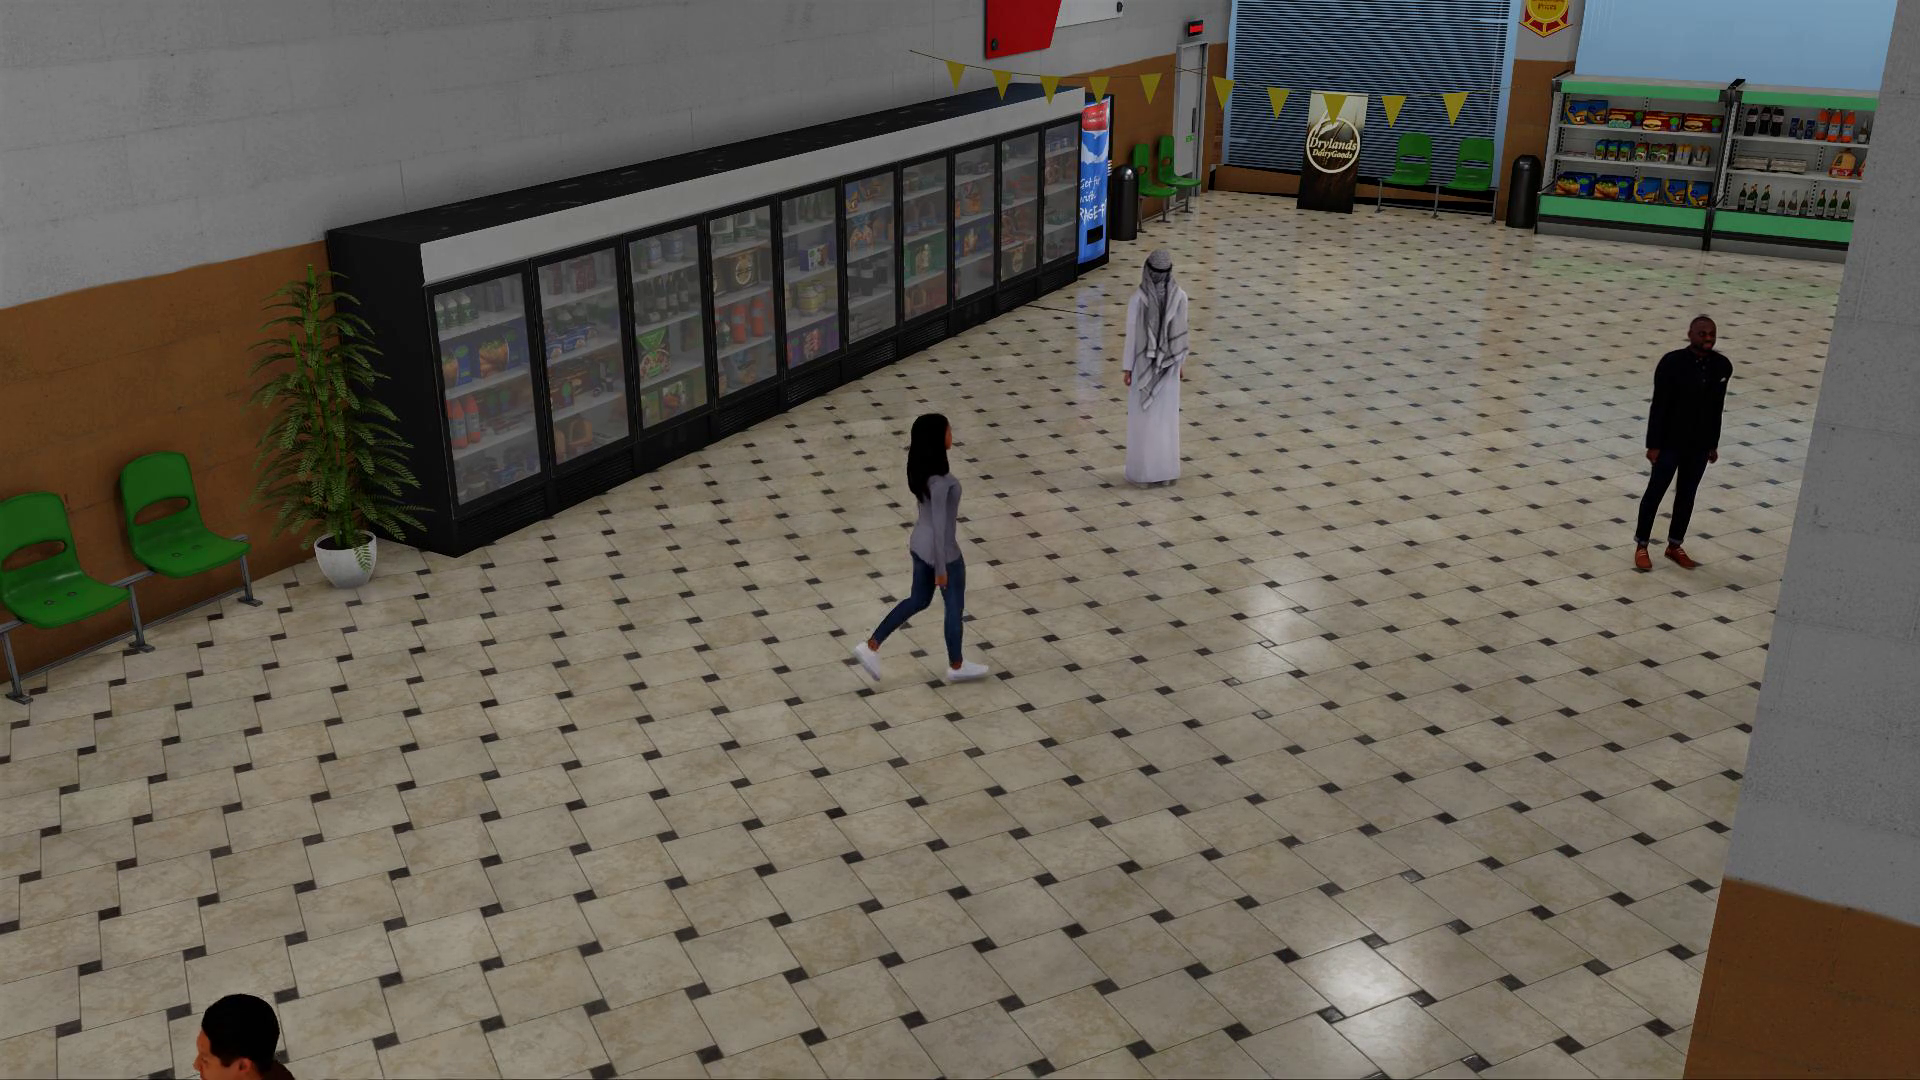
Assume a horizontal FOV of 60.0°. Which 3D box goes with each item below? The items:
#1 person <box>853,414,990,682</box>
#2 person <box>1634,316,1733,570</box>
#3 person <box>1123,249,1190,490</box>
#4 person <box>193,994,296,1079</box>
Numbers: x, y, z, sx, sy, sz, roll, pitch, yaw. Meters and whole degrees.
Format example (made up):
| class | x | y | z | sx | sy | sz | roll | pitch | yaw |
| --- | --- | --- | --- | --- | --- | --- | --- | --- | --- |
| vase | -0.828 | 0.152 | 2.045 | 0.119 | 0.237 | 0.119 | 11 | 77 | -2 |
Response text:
| class | x | y | z | sx | sy | sz | roll | pitch | yaw |
| --- | --- | --- | --- | --- | --- | --- | --- | --- | --- |
| person | -0.251 | 0.097 | 9.877 | 1.092 | 1.712 | 1.088 | -8 | 23 | -19 |
| person | 5.072 | -0.686 | 11.687 | 0.745 | 1.817 | 0.851 | -2 | 22 | -4 |
| person | 1.553 | -1.357 | 13.208 | 0.794 | 1.927 | 0.856 | -6 | 23 | -14 |
| person | -1.872 | 2.100 | 4.867 | 1.153 | 1.731 | 1.206 | -9 | 24 | -22 |
